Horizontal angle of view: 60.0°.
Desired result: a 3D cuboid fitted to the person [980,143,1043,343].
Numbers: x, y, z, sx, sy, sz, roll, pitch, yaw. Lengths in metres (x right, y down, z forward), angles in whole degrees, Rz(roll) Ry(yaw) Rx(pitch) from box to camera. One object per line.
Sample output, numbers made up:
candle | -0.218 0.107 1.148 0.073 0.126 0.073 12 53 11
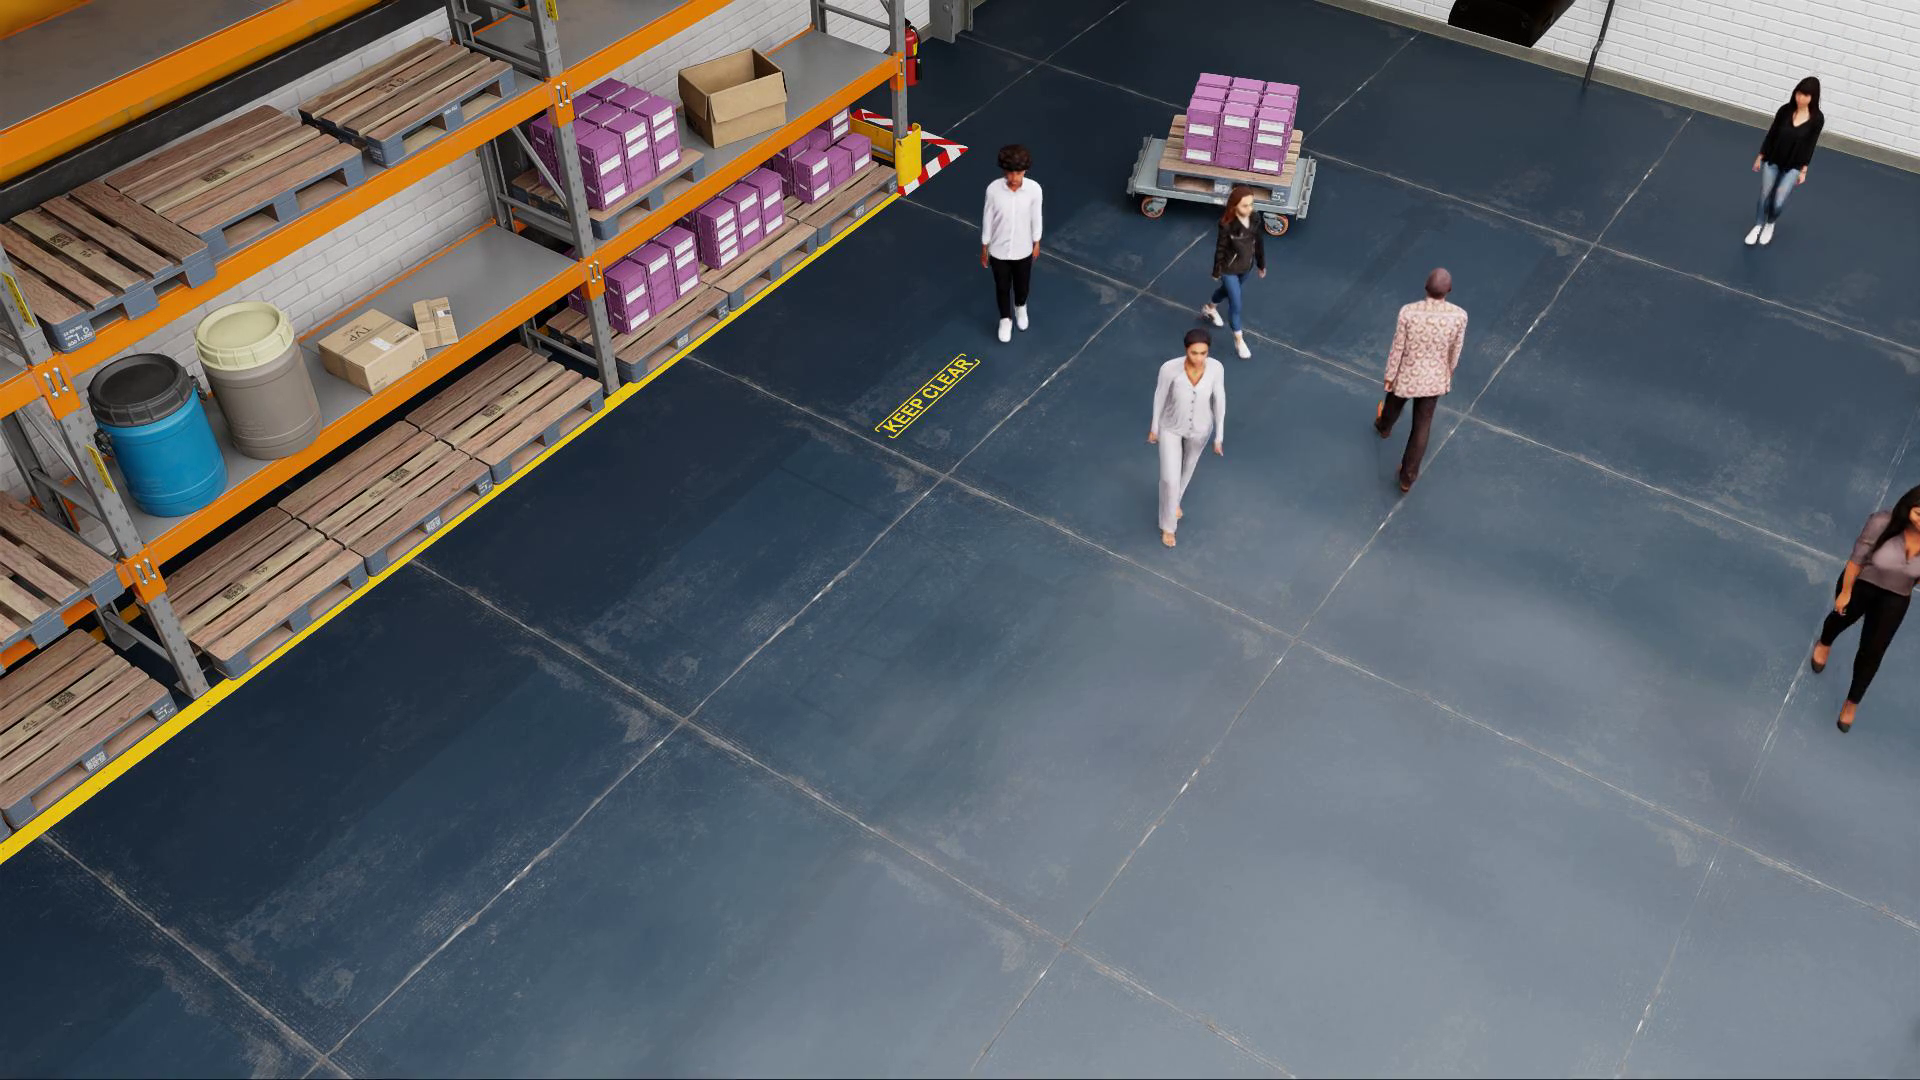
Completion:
person | 0.413 -2.476 13.623 0.772 1.800 0.809 3 44 3

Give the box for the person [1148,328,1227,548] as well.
person | 1.606 -0.866 11.994 0.932 1.715 1.005 -4 44 -4

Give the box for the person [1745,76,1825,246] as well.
person | 7.303 -3.361 14.670 0.599 1.636 0.582 29 51 27

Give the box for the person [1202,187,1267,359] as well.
person | 2.229 -2.287 13.679 0.976 1.450 0.852 -24 49 -23

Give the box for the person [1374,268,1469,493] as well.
person | 3.388 -1.134 12.243 1.058 1.759 1.267 5 44 5

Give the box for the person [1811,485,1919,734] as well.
person | 5.870 0.278 10.730 0.817 1.803 1.125 15 46 15
